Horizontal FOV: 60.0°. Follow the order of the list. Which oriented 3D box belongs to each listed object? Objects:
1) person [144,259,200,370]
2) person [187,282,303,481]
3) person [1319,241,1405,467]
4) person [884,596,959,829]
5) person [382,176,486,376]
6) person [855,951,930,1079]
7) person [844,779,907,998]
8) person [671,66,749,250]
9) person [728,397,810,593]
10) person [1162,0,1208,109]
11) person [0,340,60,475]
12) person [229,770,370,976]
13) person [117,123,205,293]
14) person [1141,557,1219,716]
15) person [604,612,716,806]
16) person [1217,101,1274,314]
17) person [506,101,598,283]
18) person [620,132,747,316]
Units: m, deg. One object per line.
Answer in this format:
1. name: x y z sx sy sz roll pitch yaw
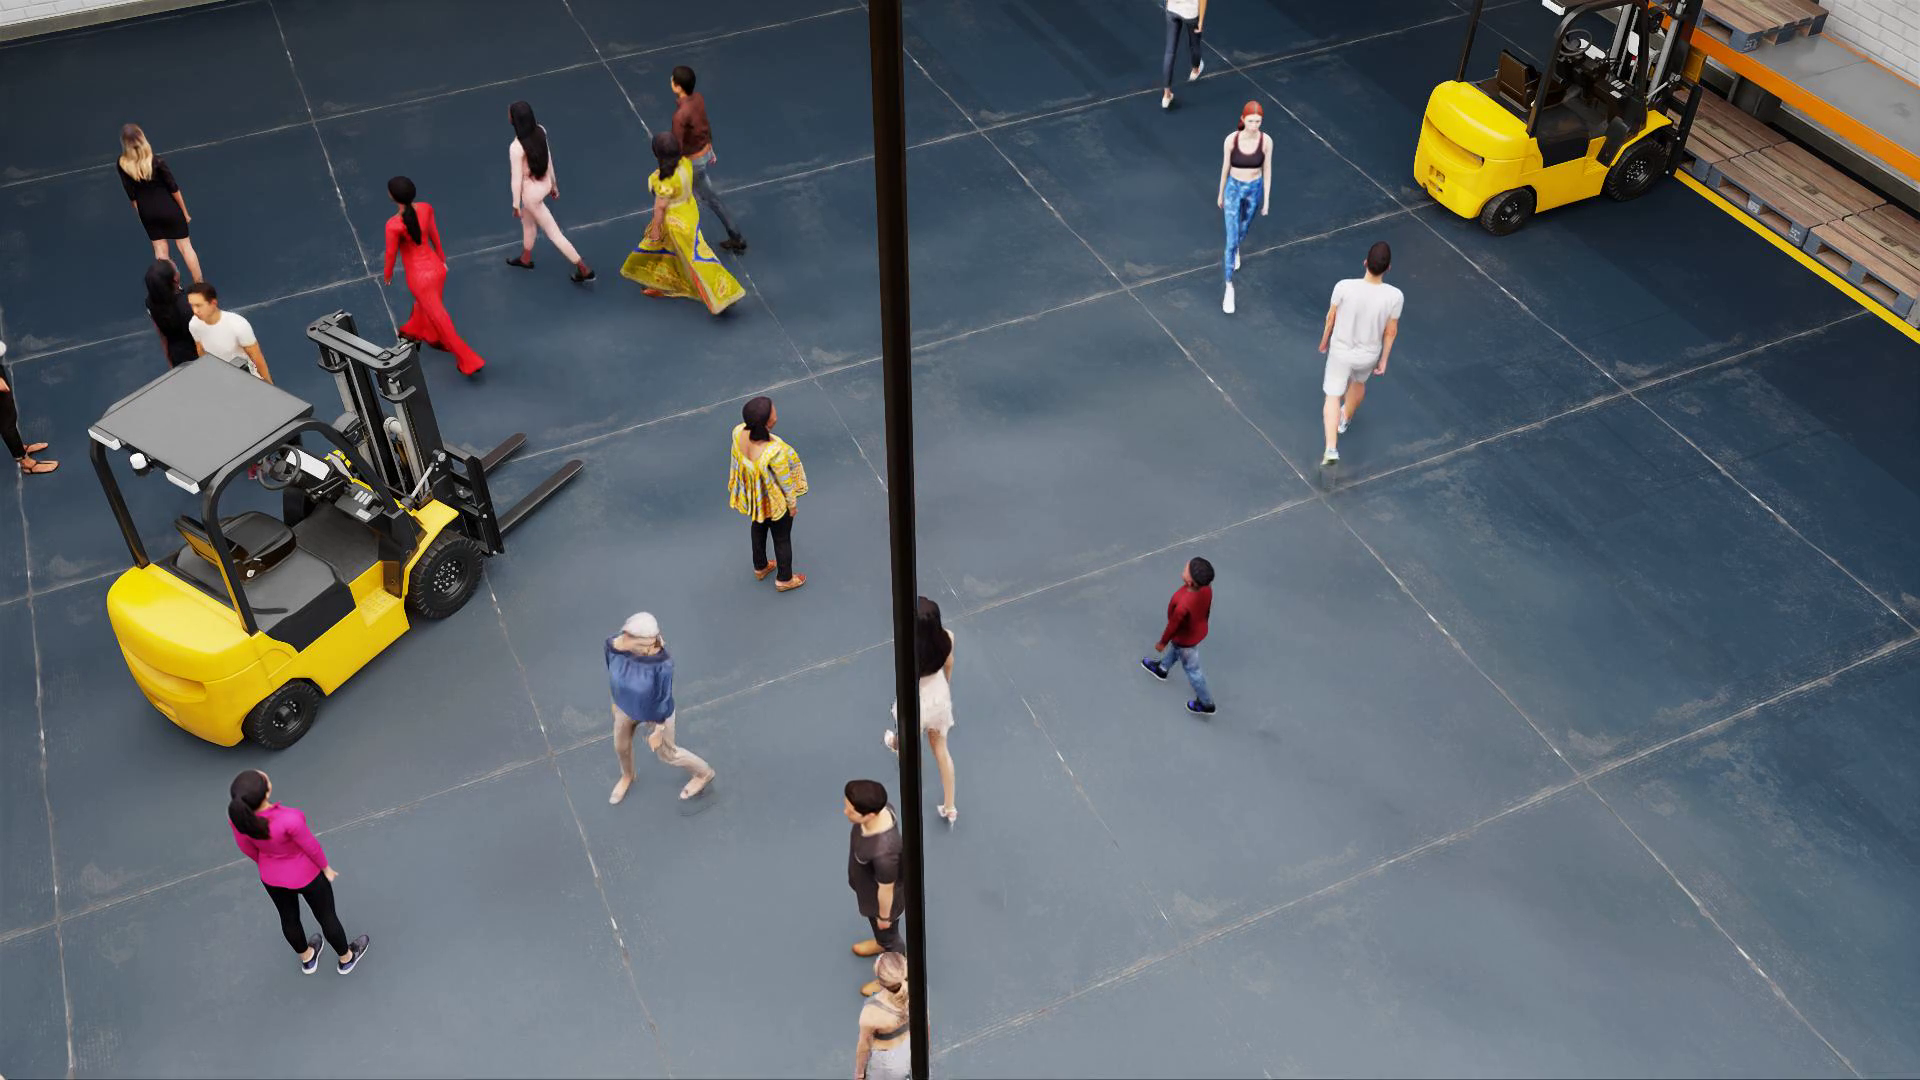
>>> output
1. person: -5.729 -1.297 12.430 0.999 1.702 1.206 5 44 5
2. person: -5.269 -1.228 12.304 0.774 1.789 0.819 2 44 2
3. person: 2.935 -1.362 12.410 1.088 1.826 1.267 6 44 6
4. person: -0.157 1.065 9.964 0.652 1.685 1.067 -22 48 -21
5. person: -4.179 -2.030 13.187 1.213 1.731 1.108 17 46 17
6. person: -0.287 2.640 8.308 0.703 1.689 0.975 -28 50 -27
7. person: -0.429 1.868 9.101 0.720 1.712 0.540 -9 44 -9
8. person: -2.219 -3.259 14.469 1.191 1.731 1.181 10 45 11
9. person: -1.324 -0.308 11.426 0.838 1.655 0.912 29 51 27
10. person: 2.174 -5.120 16.405 1.094 1.757 1.127 16 46 16
11. person: -7.212 -1.273 12.317 0.710 1.825 0.524 -26 49 -25
12. person: -3.683 1.836 9.152 0.682 1.699 0.713 3 44 3
13. person: -6.711 -2.738 13.962 0.603 1.676 0.563 -4 44 -4
14. person: 1.523 0.638 10.743 0.942 1.229 0.767 28 50 26
15. person: -1.834 1.023 10.037 0.857 1.655 0.921 31 52 28
16. person: 2.402 -2.923 14.119 0.936 1.737 1.245 0 44 0
17. person: -3.526 -2.900 14.131 1.182 1.679 1.140 13 45 14
18. person: -2.255 -2.598 13.873 1.310 1.606 1.378 8 44 8
